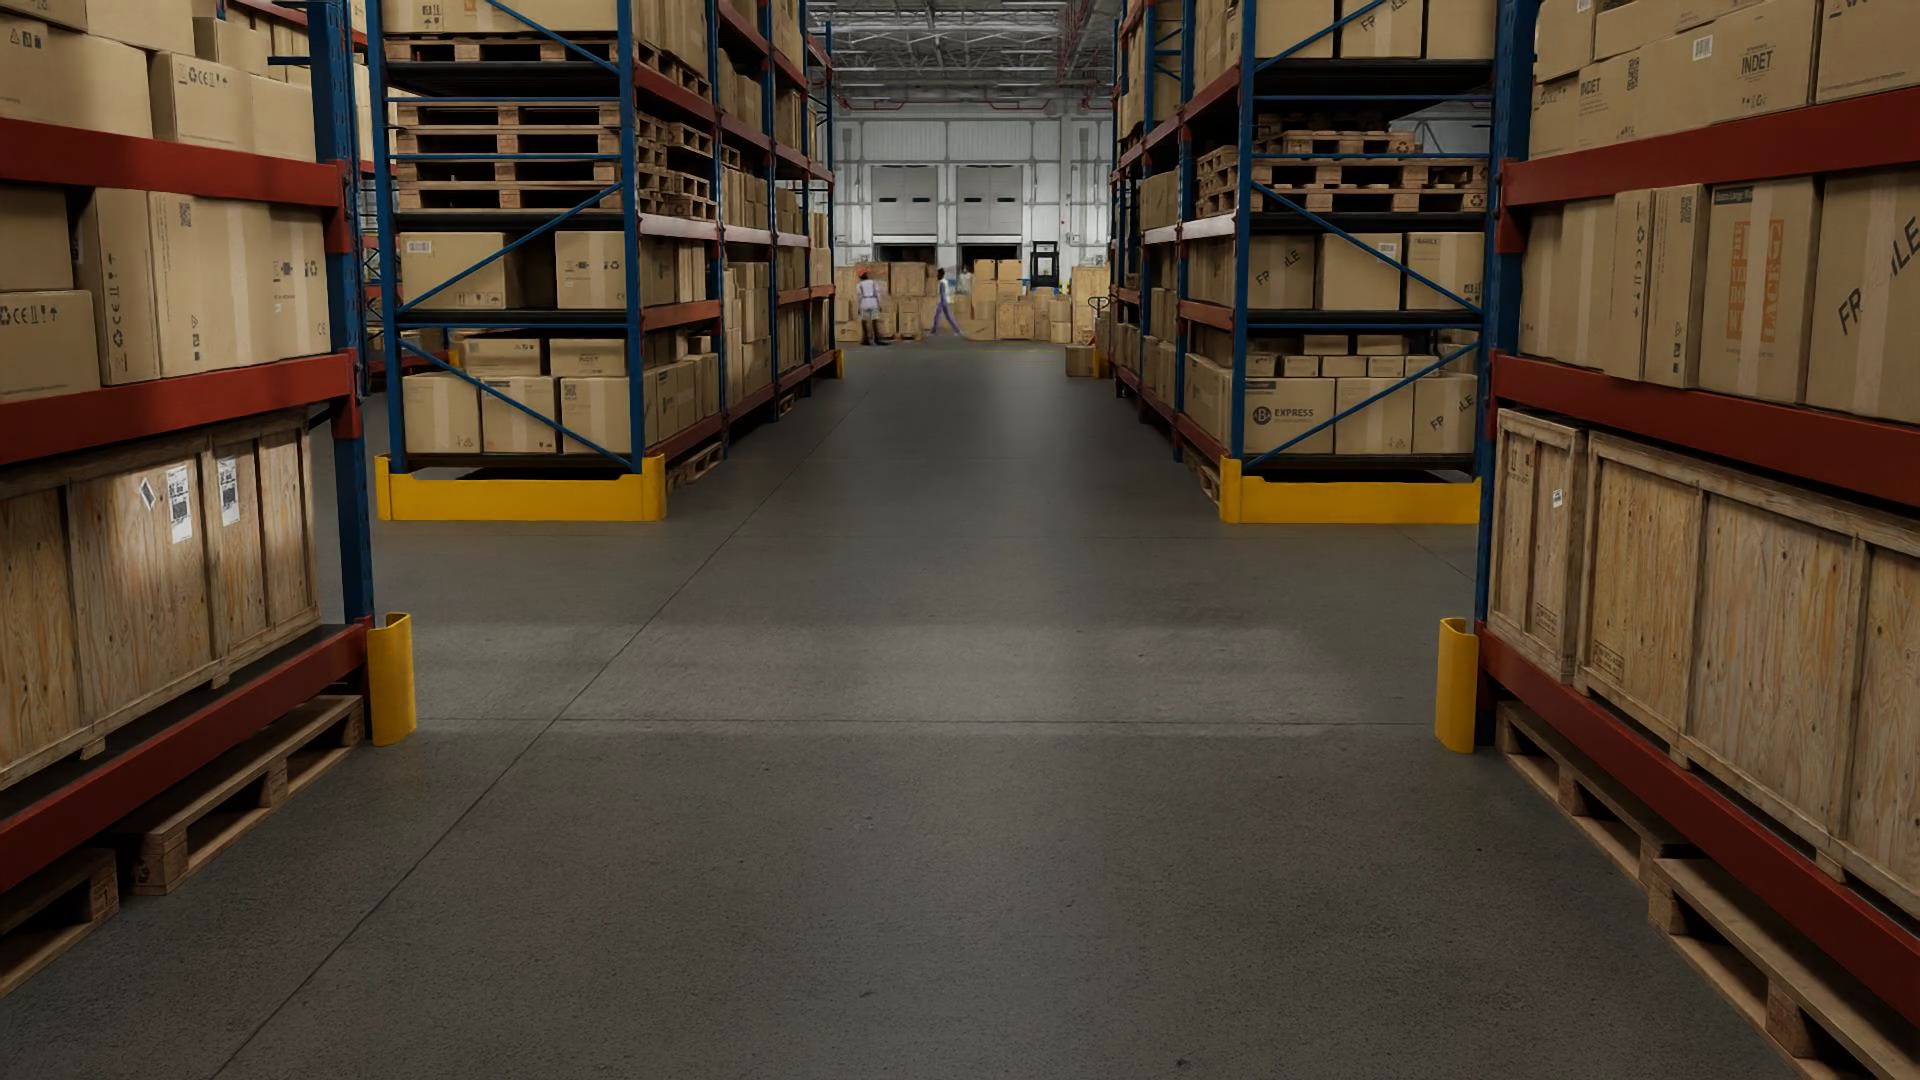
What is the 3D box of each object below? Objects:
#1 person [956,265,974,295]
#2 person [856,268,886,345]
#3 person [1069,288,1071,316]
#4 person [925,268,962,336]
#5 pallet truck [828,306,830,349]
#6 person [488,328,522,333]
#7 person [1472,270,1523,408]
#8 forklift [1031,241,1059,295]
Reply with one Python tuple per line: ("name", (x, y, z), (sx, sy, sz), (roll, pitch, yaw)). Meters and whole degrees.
("person", (0.174, -9.443, 63.057), (0.639, 1.897, 0.957), (5, 11, 26))
("person", (-2.173, -5.688, 40.617), (0.734, 1.885, 0.454), (-2, 10, -14))
("person", (4.036, -8.780, 59.083), (0.957, 1.896, 0.656), (5, 11, 29))
("person", (-0.413, -6.495, 45.487), (0.980, 1.880, 0.607), (1, 10, 5))
("pallet truck", (-3.100, -3.940, 29.800), (1.885, 1.965, 0.823), (3, 10, 19))
("person", (-5.706, -2.439, 21.088), (0.641, 1.908, 0.407), (7, 12, 38))
("person", (5.167, -1.572, 15.678), (0.625, 1.984, 1.099), (0, 9, 1))
("forklift", (3.201, -9.896, 62.839), (1.129, 2.768, 1.873), (0, 9, 1))
